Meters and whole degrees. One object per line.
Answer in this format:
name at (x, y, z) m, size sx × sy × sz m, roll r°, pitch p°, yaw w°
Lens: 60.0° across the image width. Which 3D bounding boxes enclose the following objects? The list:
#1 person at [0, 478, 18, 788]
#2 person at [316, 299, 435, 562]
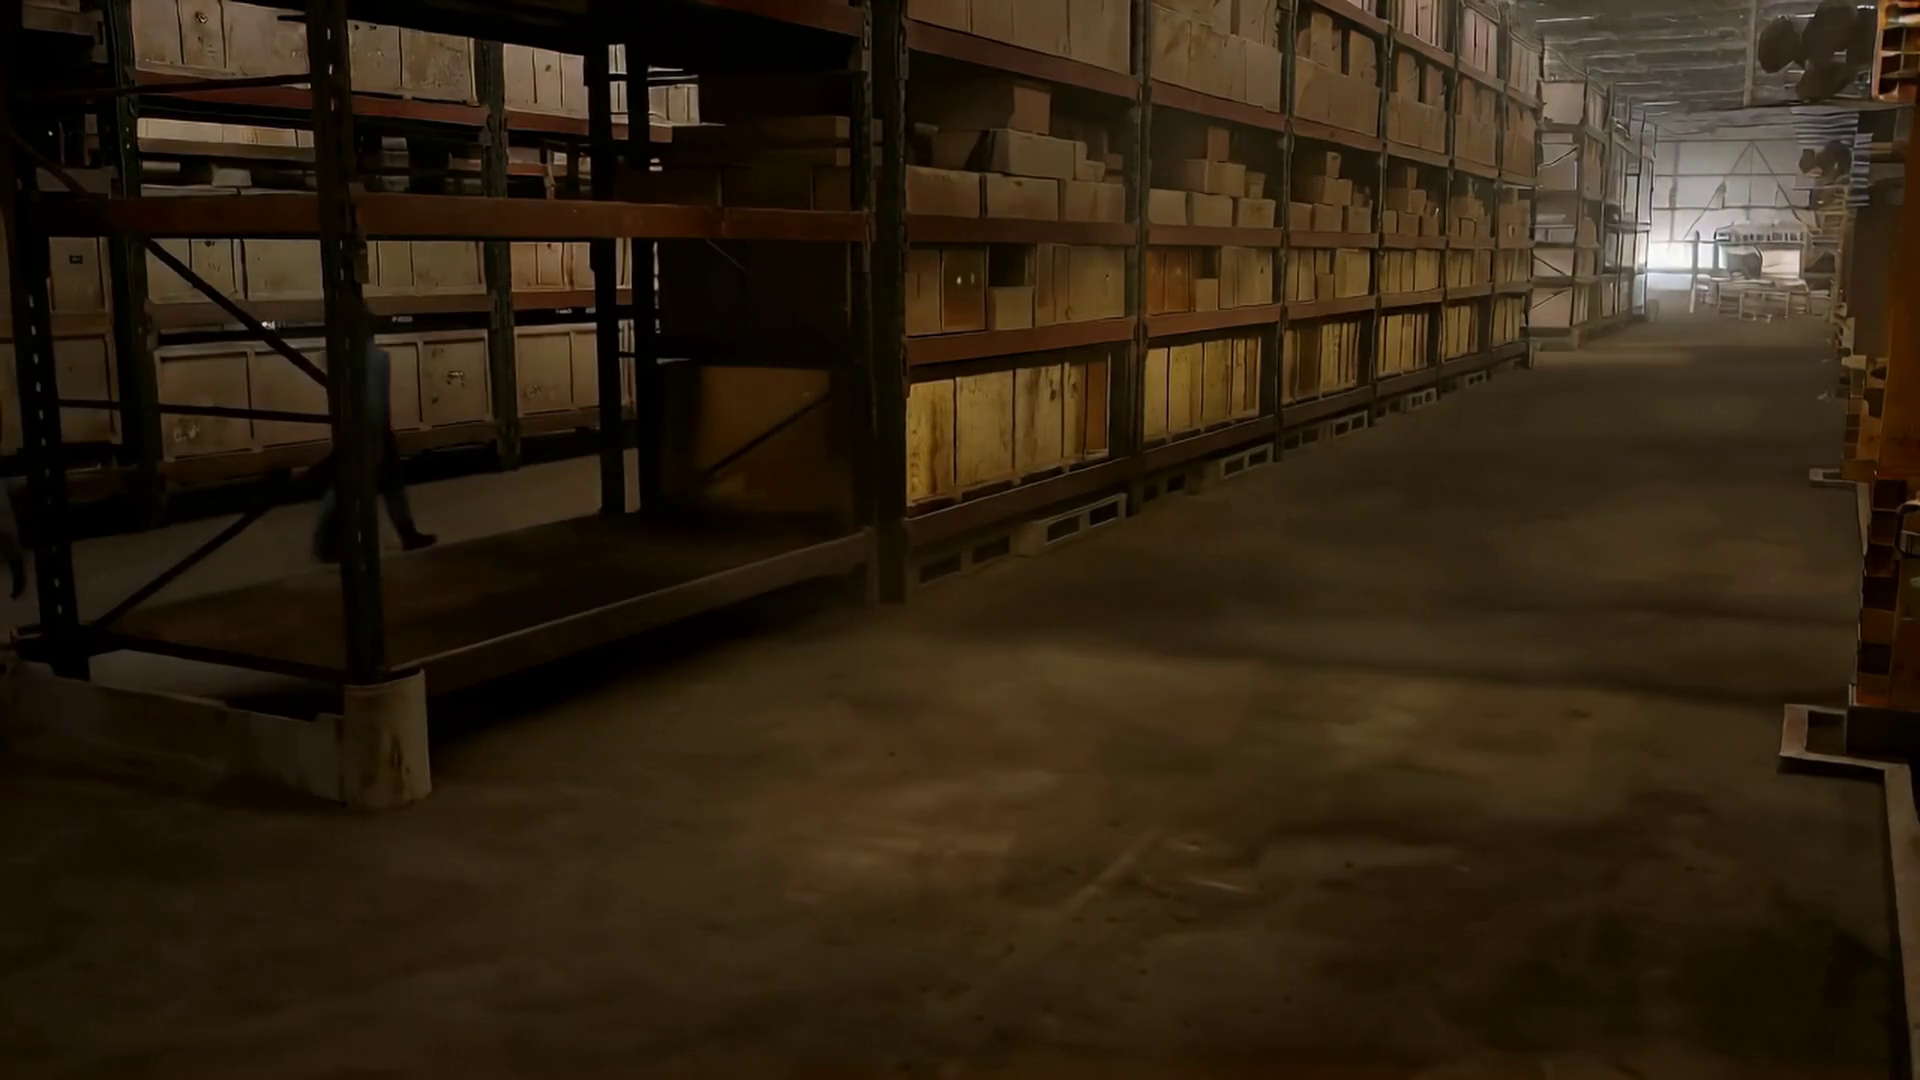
person at (-4.129, 0.060, 6.686) m, size 0.994 × 1.958 × 0.625 m, roll 5°, pitch 11°, yaw 28°
person at (-4.245, -0.784, 11.852) m, size 0.666 × 1.853 × 0.991 m, roll 5°, pitch 11°, yaw 26°
